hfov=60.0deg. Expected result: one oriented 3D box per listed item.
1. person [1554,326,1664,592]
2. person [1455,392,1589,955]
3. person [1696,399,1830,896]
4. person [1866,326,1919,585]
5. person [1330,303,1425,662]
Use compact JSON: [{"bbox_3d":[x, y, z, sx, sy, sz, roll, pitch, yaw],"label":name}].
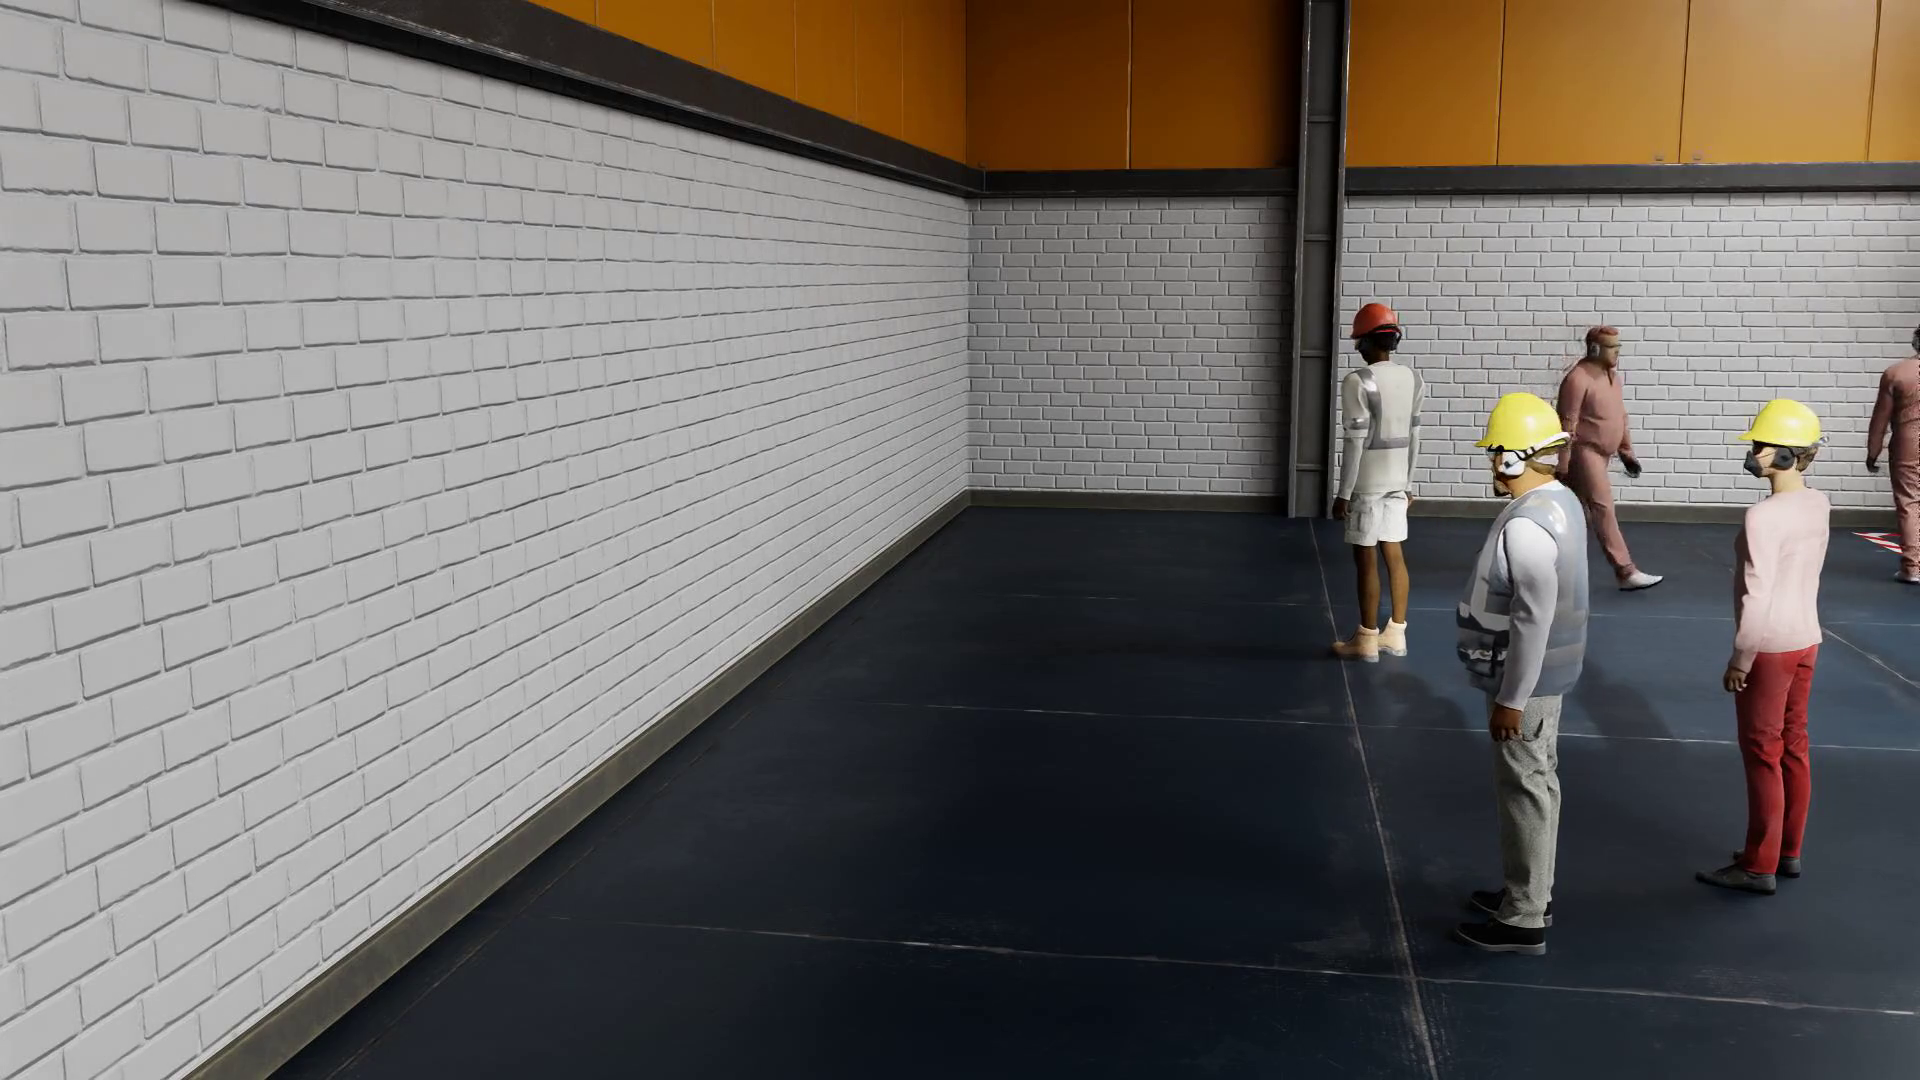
[{"bbox_3d":[4.482,-0.582,11.728,1.044,1.844,0.638,8,12,41],"label":"person"},{"bbox_3d":[1.830,0.433,5.450,0.404,1.827,0.600,5,10,27],"label":"person"},{"bbox_3d":[2.901,0.381,5.966,0.532,1.770,0.306,-8,12,-41],"label":"person"},{"bbox_3d":[6.923,-0.648,12.042,0.675,1.865,0.903,2,9,13],"label":"person"},{"bbox_3d":[2.356,-0.327,9.514,0.612,2.039,0.392,-6,11,-34],"label":"person"}]
